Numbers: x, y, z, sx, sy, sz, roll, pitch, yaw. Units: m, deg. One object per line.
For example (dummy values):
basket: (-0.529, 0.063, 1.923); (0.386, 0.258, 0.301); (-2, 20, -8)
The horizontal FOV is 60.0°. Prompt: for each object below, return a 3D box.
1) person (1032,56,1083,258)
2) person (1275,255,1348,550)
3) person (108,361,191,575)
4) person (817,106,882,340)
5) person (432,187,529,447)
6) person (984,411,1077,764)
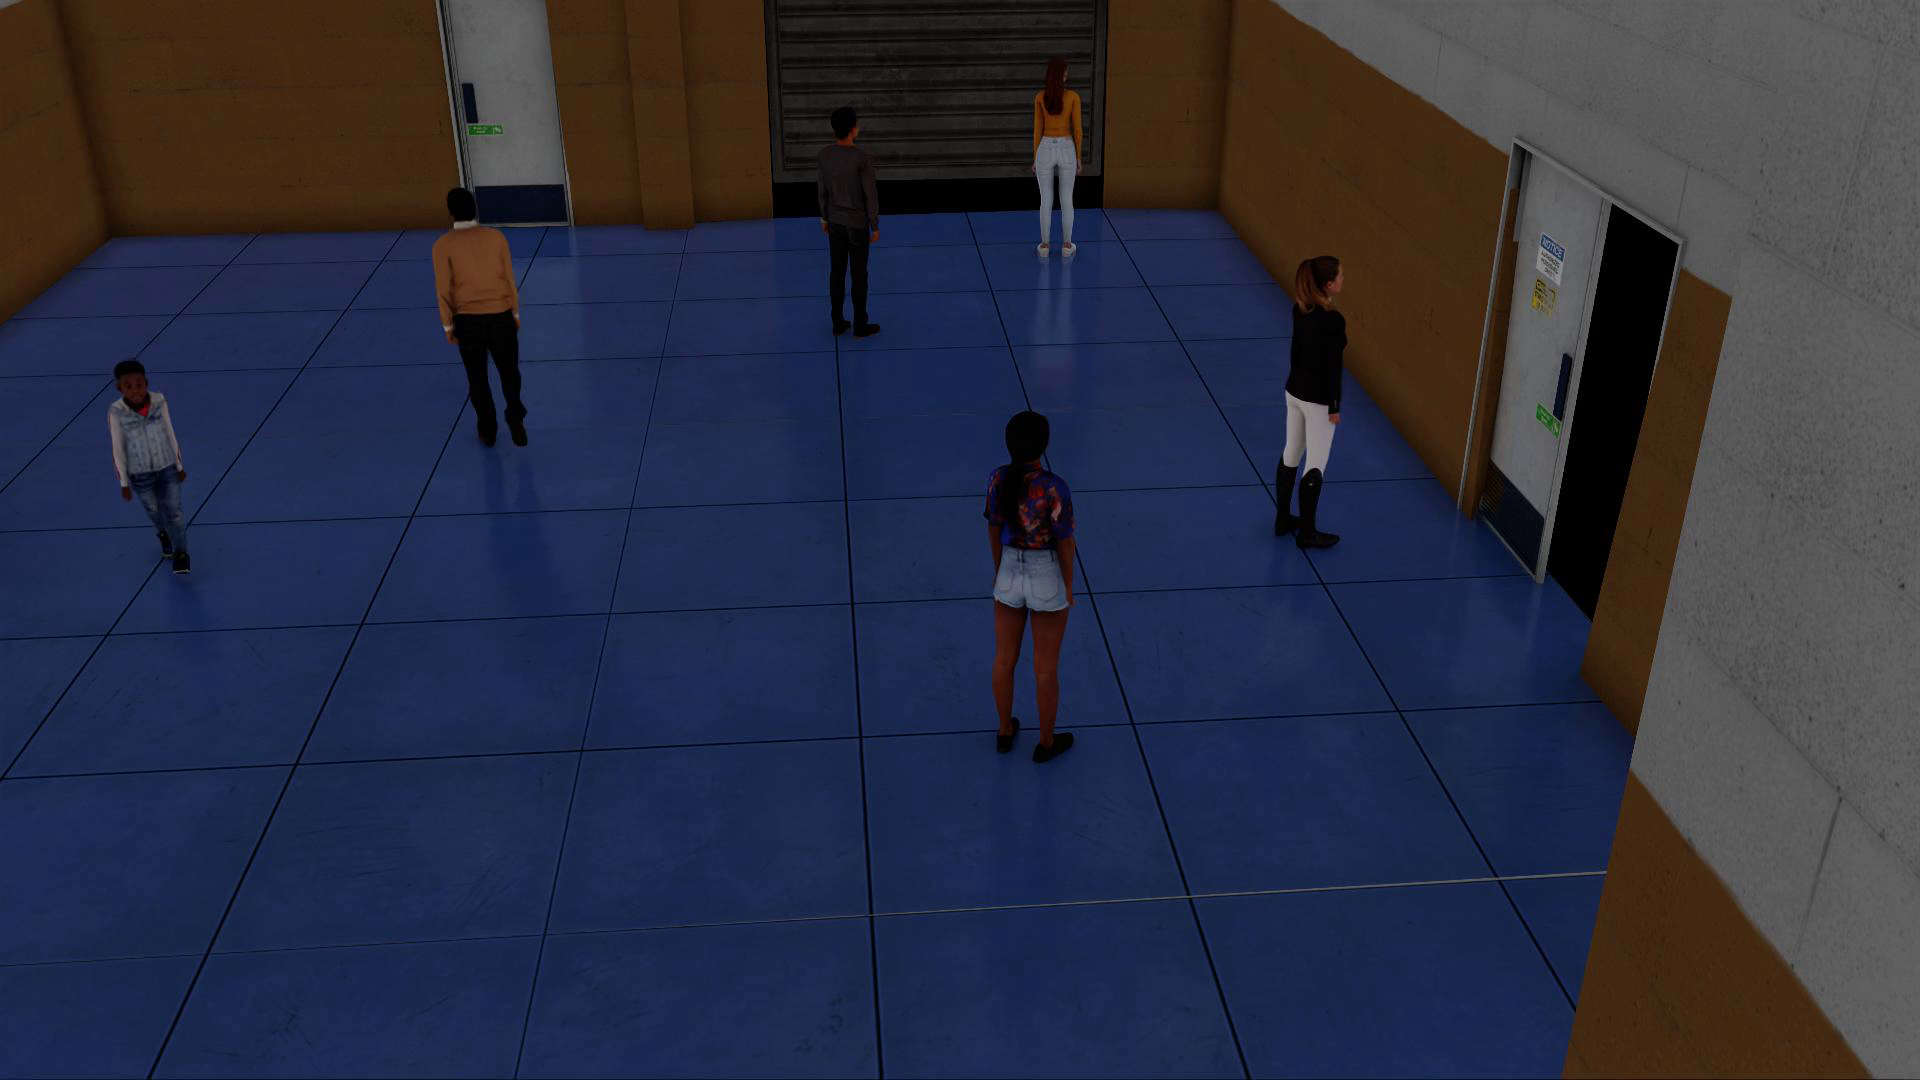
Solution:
person: (0.844, -3.356, 14.609); (0.518, 1.749, 0.685); (2, 27, 4)
person: (2.028, -0.794, 9.560); (0.626, 1.729, 0.630); (-11, 29, -21)
person: (-4.581, -0.433, 9.419); (0.877, 1.228, 0.759); (-12, 29, -23)
person: (-0.869, -2.422, 12.748); (0.644, 1.767, 0.778); (24, 35, 38)
person: (-3.056, -1.388, 10.728); (0.932, 1.742, 0.892); (-11, 29, -21)
person: (0.316, 0.213, 7.578); (0.622, 1.743, 0.726); (13, 30, 24)
